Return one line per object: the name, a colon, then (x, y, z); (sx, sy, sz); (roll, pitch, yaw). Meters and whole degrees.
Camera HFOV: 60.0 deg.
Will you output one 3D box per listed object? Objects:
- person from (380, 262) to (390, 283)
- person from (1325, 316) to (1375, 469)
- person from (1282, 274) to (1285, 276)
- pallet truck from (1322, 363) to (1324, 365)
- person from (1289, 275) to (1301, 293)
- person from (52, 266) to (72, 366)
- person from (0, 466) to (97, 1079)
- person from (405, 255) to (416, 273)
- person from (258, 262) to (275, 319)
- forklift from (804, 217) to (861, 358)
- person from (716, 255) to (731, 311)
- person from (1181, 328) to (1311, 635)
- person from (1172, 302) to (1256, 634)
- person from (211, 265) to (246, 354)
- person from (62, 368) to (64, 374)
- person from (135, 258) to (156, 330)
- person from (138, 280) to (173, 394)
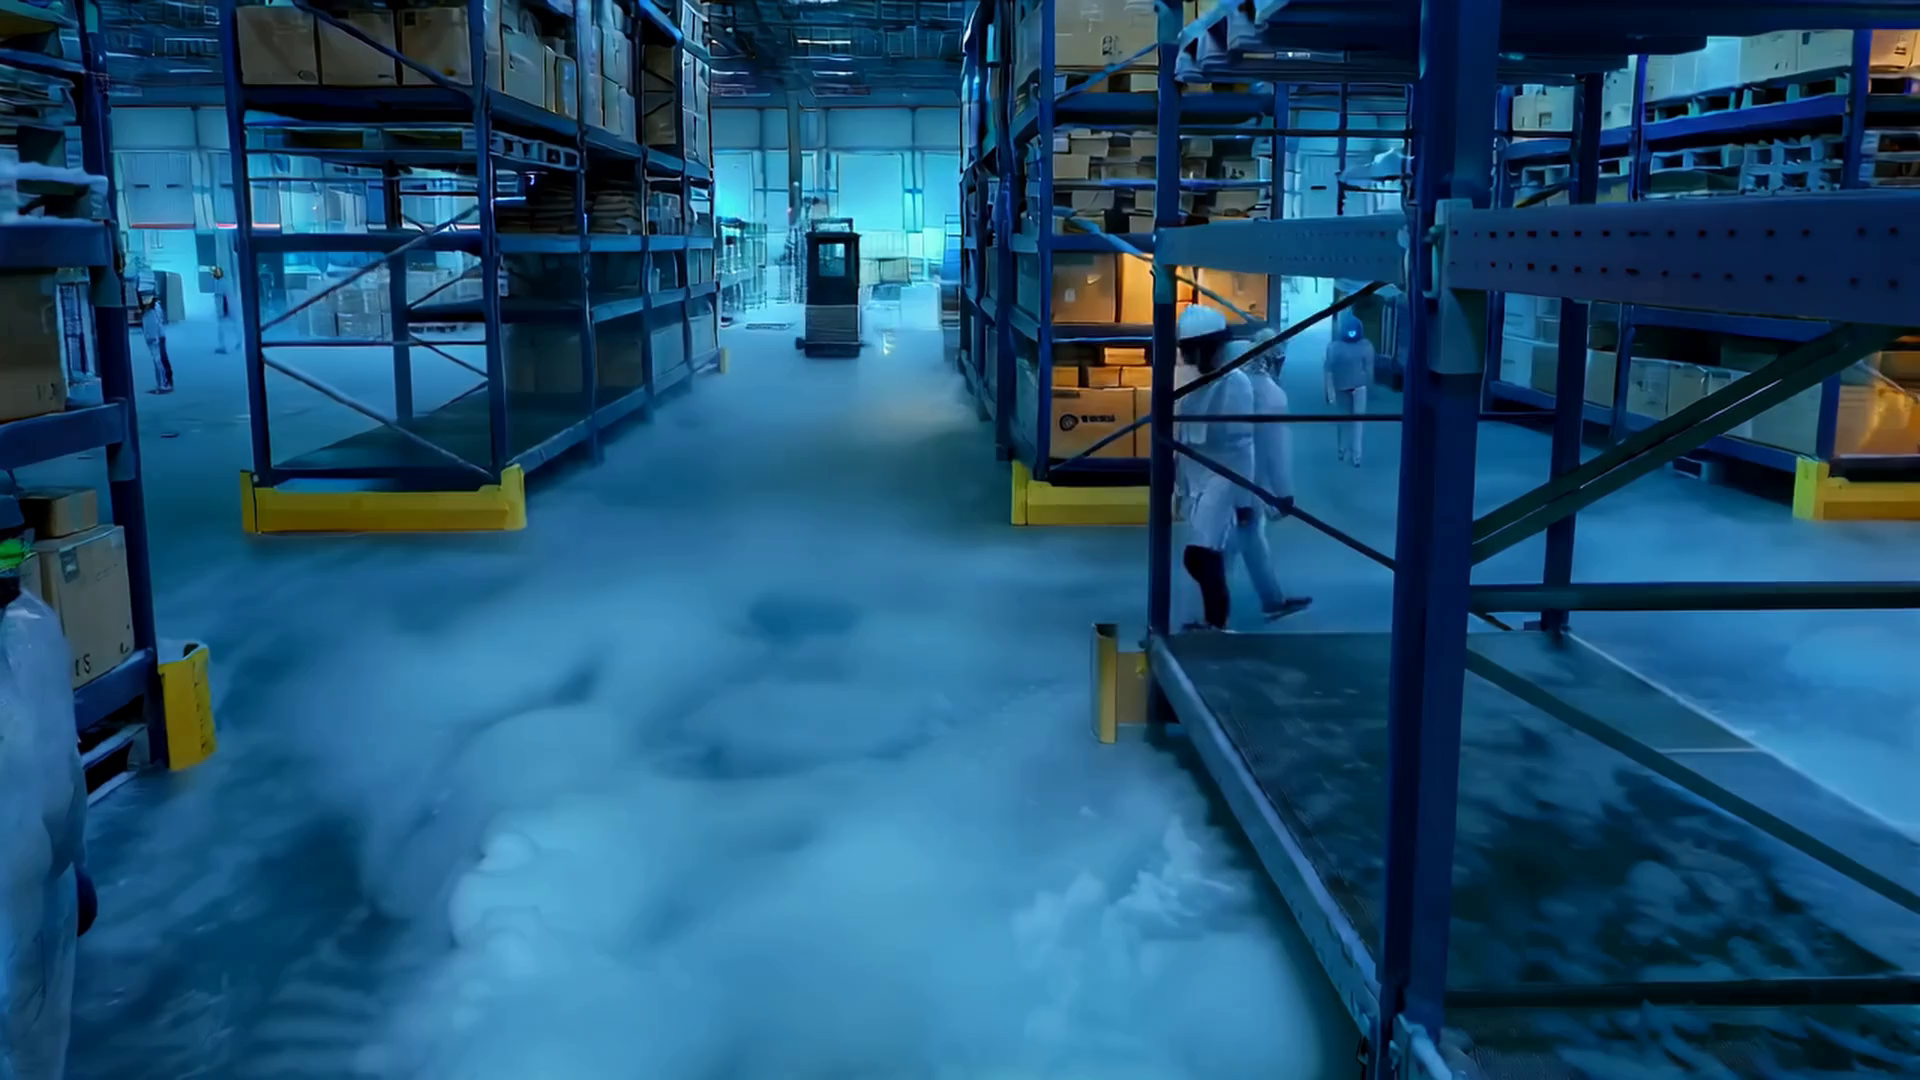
person: (-16.622, -7.219, 48.337); (1.003, 1.800, 0.554); (7, 13, 36)
person: (4.083, -1.561, 17.445); (0.508, 1.581, 0.870); (2, 10, 9)
person: (10.734, -8.573, 55.552); (0.546, 1.920, 0.561); (-4, 11, -20)
pallet truck: (7.712, -4.157, 30.737); (1.885, 1.965, 0.823); (3, 11, 16)
person: (9.565, -7.170, 47.753); (0.524, 1.926, 0.634); (1, 10, 5)
person: (-17.075, -4.241, 31.328); (0.595, 1.957, 0.372); (3, 11, 16)
person: (-2.063, 0.776, 3.555); (0.394, 1.899, 0.641); (1, 10, 5)
person: (-20.623, -9.795, 62.585); (0.429, 1.844, 0.627); (-4, 11, -24)
person: (-20.947, -7.496, 50.125); (0.505, 1.710, 0.816); (1, 10, 7)
forklift: (-2.599, -5.150, 33.809); (1.129, 2.768, 1.873); (0, 10, -2)
person: (-8.014, -8.632, 55.901); (0.542, 1.911, 0.607); (1, 10, 7)
person: (1.729, -0.346, 9.969); (1.016, 1.838, 0.698); (-5, 11, -25)
person: (1.343, -0.273, 9.042); (0.516, 2.016, 0.639); (-4, 11, -20)
person: (-15.423, -4.835, 34.930); (0.610, 1.852, 0.535); (-4, 11, -21)
person: (-15.974, -3.685, 28.900); (0.932, 1.718, 0.539); (5, 11, 27)
person: (-21.513, -6.499, 44.008); (0.372, 1.917, 0.596); (4, 11, 20)
person: (-12.439, -3.122, 25.653); (0.348, 1.759, 0.526); (-10, 14, -43)
